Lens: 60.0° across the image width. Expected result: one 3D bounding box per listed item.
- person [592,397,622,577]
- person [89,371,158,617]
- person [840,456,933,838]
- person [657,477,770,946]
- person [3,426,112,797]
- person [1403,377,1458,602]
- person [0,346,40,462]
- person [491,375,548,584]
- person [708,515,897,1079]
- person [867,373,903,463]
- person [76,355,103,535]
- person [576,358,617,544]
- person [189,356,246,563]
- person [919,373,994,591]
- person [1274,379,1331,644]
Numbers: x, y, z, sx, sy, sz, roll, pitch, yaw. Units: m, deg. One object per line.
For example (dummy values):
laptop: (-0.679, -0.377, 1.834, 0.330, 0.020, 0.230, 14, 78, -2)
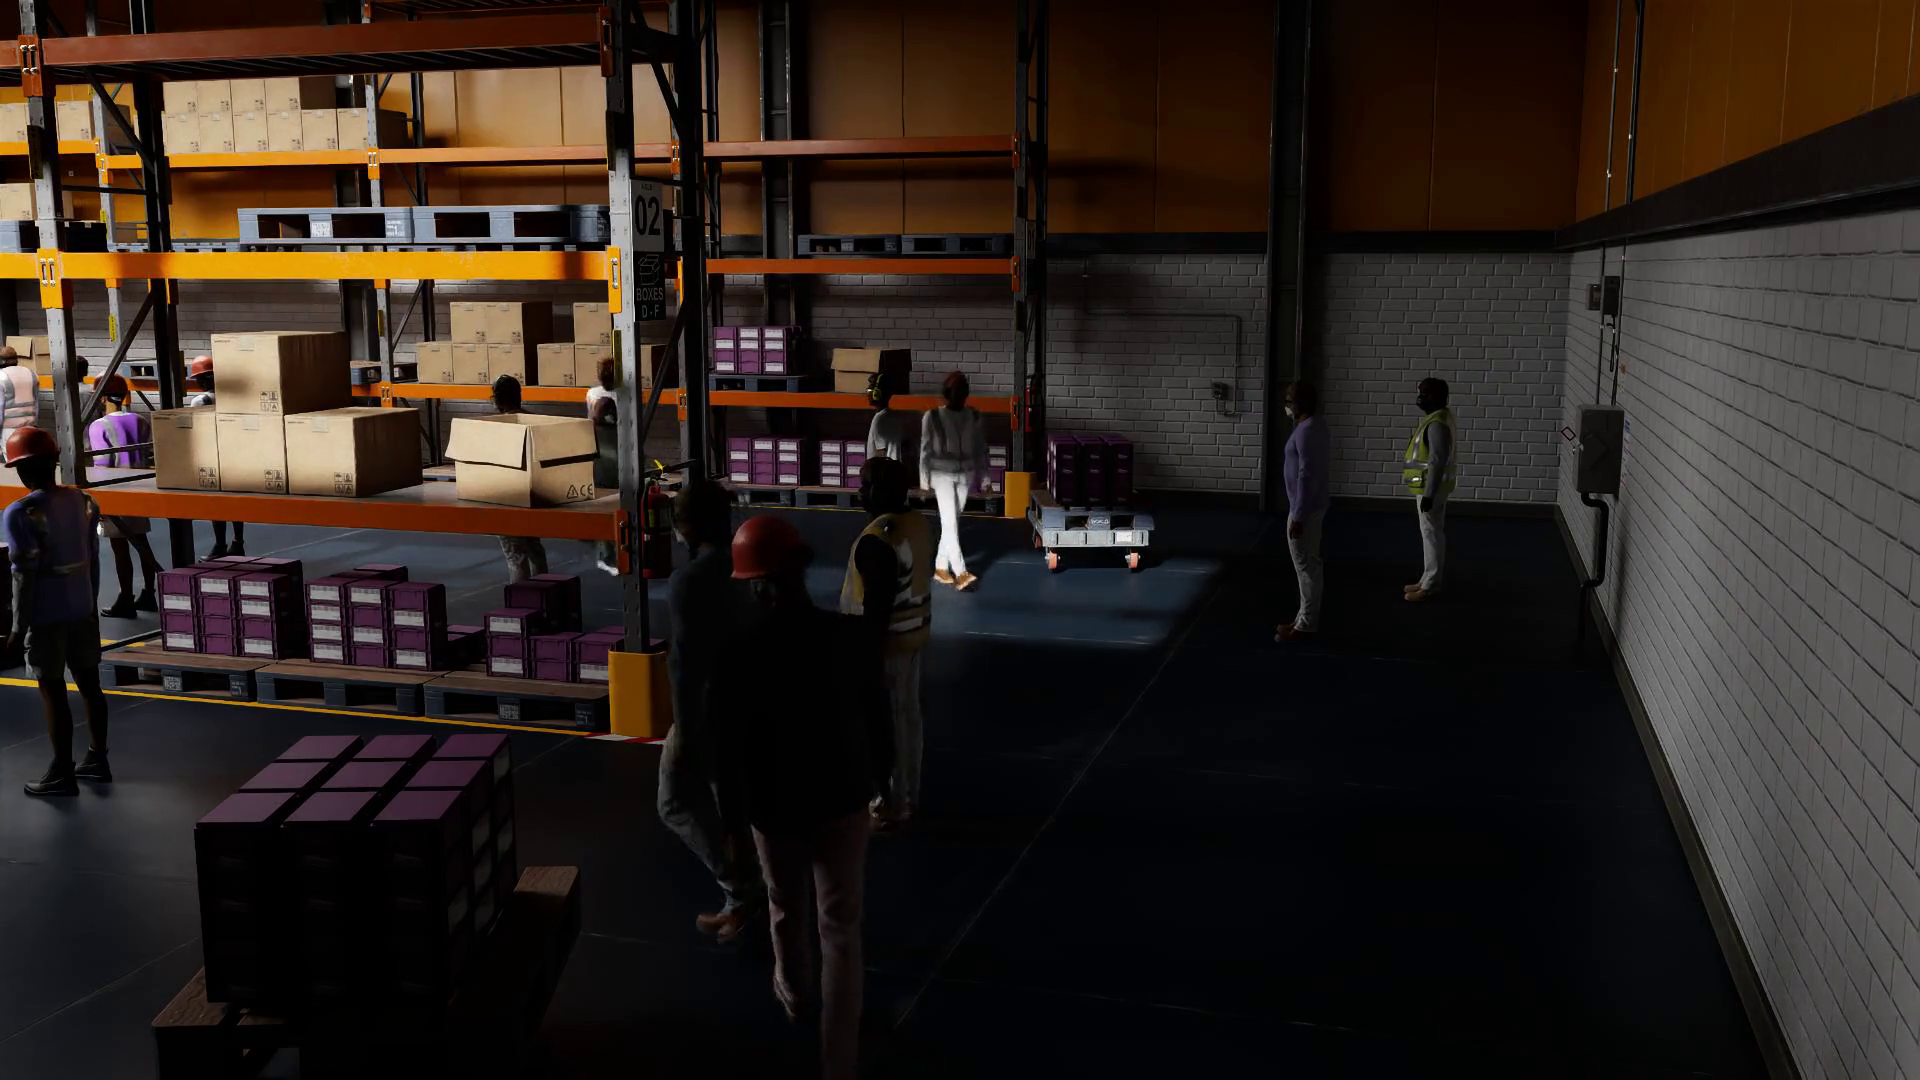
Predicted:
person: (-3.091, -0.470, 14.788, 0.502, 1.594, 0.802, -7, 12, -37)
person: (-6.598, -0.359, 13.061, 0.360, 1.939, 0.543, 3, 10, 17)
person: (-0.364, 0.513, 8.042, 0.429, 1.845, 0.621, 3, 10, 17)
person: (-0.971, 0.704, 6.639, 0.438, 1.920, 0.657, 5, 10, 26)
person: (-4.720, 0.371, 8.647, 0.372, 1.928, 0.543, 3, 10, 17)
person: (3.863, -0.414, 13.695, 0.429, 1.845, 0.621, 3, 10, 17)
person: (-10.960, -1.326, 19.270, 0.429, 1.838, 0.621, 3, 10, 17)
person: (-3.373, -0.285, 12.630, 0.372, 1.934, 0.627, 3, 10, 17)
person: (-0.521, 0.872, 5.622, 0.635, 1.919, 1.064, -2, 9, -9)
person: (-0.649, -0.451, 13.833, 0.328, 1.873, 0.517, 3, 10, 17)
person: (-8.865, -0.940, 16.808, 0.328, 1.873, 0.517, 3, 10, 17)
person: (-3.490, -0.866, 16.439, 0.611, 1.839, 0.943, 3, 10, 18)
person: (-6.910, -0.739, 15.415, 0.372, 1.928, 0.543, 3, 10, 17)
person: (-0.002, -0.488, 14.141, 0.584, 1.832, 0.987, -5, 10, -27)
person: (2.508, -0.204, 12.139, 0.372, 1.934, 0.627, 3, 10, 17)
